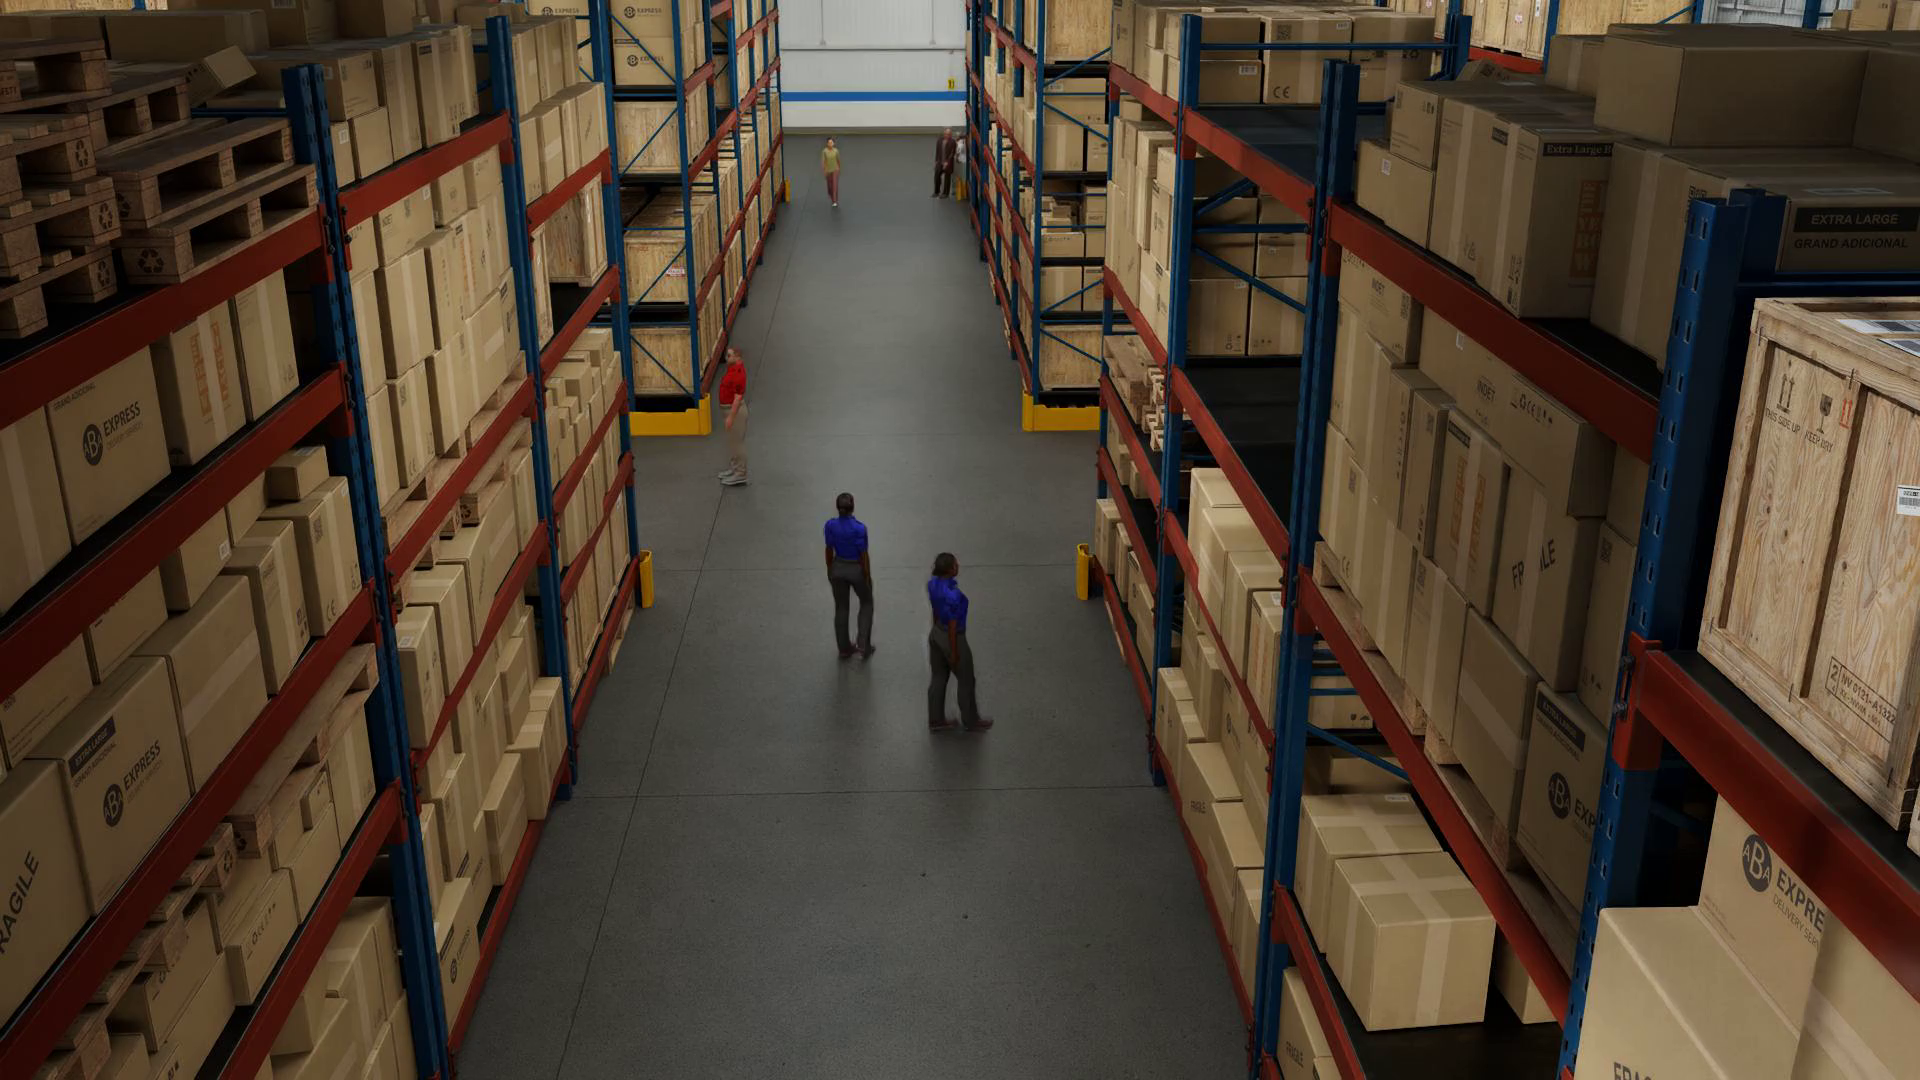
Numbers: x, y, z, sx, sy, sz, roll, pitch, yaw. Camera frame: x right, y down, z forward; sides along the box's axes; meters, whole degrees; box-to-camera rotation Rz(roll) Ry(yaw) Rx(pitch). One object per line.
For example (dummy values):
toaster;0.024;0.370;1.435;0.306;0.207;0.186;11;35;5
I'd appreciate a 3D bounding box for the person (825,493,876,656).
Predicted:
person;-1.041;0.328;15.788;0.453;1.687;0.398;5;21;14

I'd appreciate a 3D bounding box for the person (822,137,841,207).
person;-3.168;-9.107;41.058;0.478;1.648;0.828;-1;20;-3

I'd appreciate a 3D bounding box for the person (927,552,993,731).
person;-0.018;0.854;14.335;0.547;1.656;0.459;-13;24;-31

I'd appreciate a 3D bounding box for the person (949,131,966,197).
person;-0.067;-9.533;42.209;0.526;1.673;0.553;-2;21;-5

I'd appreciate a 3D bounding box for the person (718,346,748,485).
person;-2.837;-1.557;20.654;0.408;1.733;0.549;-4;21;-10

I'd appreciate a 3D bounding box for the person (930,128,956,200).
person;-0.409;-9.456;41.808;0.647;1.767;0.593;8;22;21
